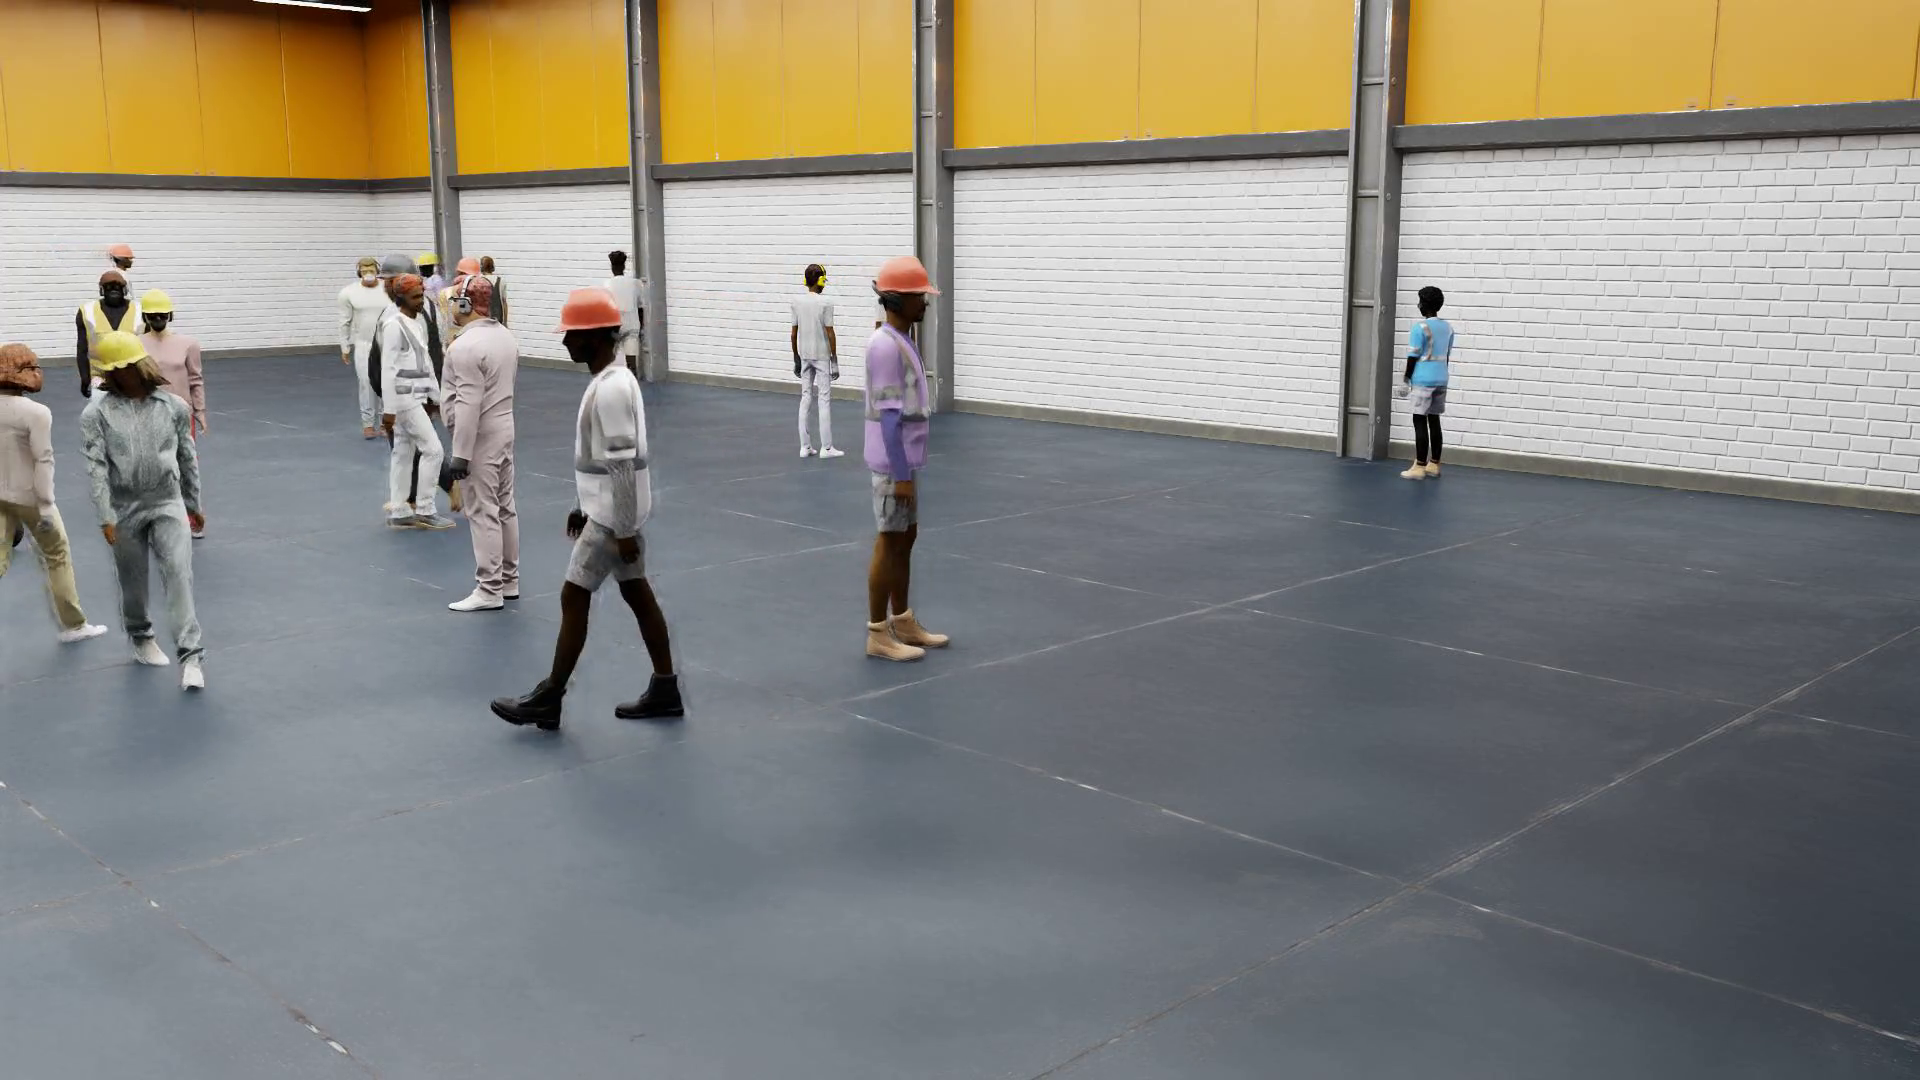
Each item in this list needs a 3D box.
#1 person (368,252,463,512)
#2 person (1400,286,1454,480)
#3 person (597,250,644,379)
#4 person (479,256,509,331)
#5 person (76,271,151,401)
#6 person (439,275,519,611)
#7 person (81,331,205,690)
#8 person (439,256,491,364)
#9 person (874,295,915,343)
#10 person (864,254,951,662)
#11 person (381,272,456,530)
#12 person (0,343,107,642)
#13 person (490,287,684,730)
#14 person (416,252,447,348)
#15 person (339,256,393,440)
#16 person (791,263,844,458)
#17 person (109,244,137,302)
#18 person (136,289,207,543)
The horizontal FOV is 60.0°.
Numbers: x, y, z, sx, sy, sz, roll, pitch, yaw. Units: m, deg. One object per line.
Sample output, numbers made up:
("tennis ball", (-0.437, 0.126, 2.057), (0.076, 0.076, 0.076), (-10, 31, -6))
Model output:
("person", (-4.095, -1.182, 12.590), (0.766, 2.000, 0.691), (2, 11, 9))
("person", (4.102, -1.374, 14.586), (0.545, 1.694, 0.327), (-9, 14, -39))
("person", (-4.279, -2.660, 20.932), (0.612, 1.935, 0.824), (-5, 11, -24))
("person", (-6.598, -3.056, 23.351), (0.364, 1.841, 0.548), (10, 14, 42))
("person", (-7.161, -1.371, 14.191), (0.652, 1.829, 0.521), (-5, 11, -24))
("person", (-2.755, -0.550, 9.507), (0.407, 1.910, 0.638), (1, 10, 6))
("person", (-3.885, -0.154, 7.950), (0.498, 1.688, 0.904), (-7, 13, -34))
("person", (-5.314, -2.085, 17.858), (0.566, 1.915, 0.673), (-4, 11, -20))
("person", (-0.636, -1.877, 16.877), (0.513, 1.861, 0.329), (-7, 12, -32))
("person", (-0.288, -0.407, 8.375), (0.377, 2.044, 0.611), (1, 10, 5))
("person", (-3.887, -0.984, 11.998), (0.599, 1.864, 0.557), (-3, 11, -16))
("person", (-4.808, -0.200, 8.450), (0.511, 1.598, 0.821), (3, 11, 14))
("person", (-1.640, -0.123, 7.184), (0.893, 1.903, 0.562), (-1, 10, -7))
("person", (-7.698, -3.312, 24.628), (0.923, 1.887, 0.599), (-6, 12, -28))
("person", (-6.118, -2.003, 17.408), (0.660, 1.909, 0.728), (-4, 11, -22))
("person", (-1.384, -1.717, 15.995), (0.516, 1.865, 0.329), (5, 12, 27))
("person", (-11.814, -3.137, 23.336), (0.856, 2.017, 0.617), (-7, 12, -32))
("person", (-5.540, -0.861, 11.597), (0.533, 1.765, 0.330), (-6, 12, -29))
